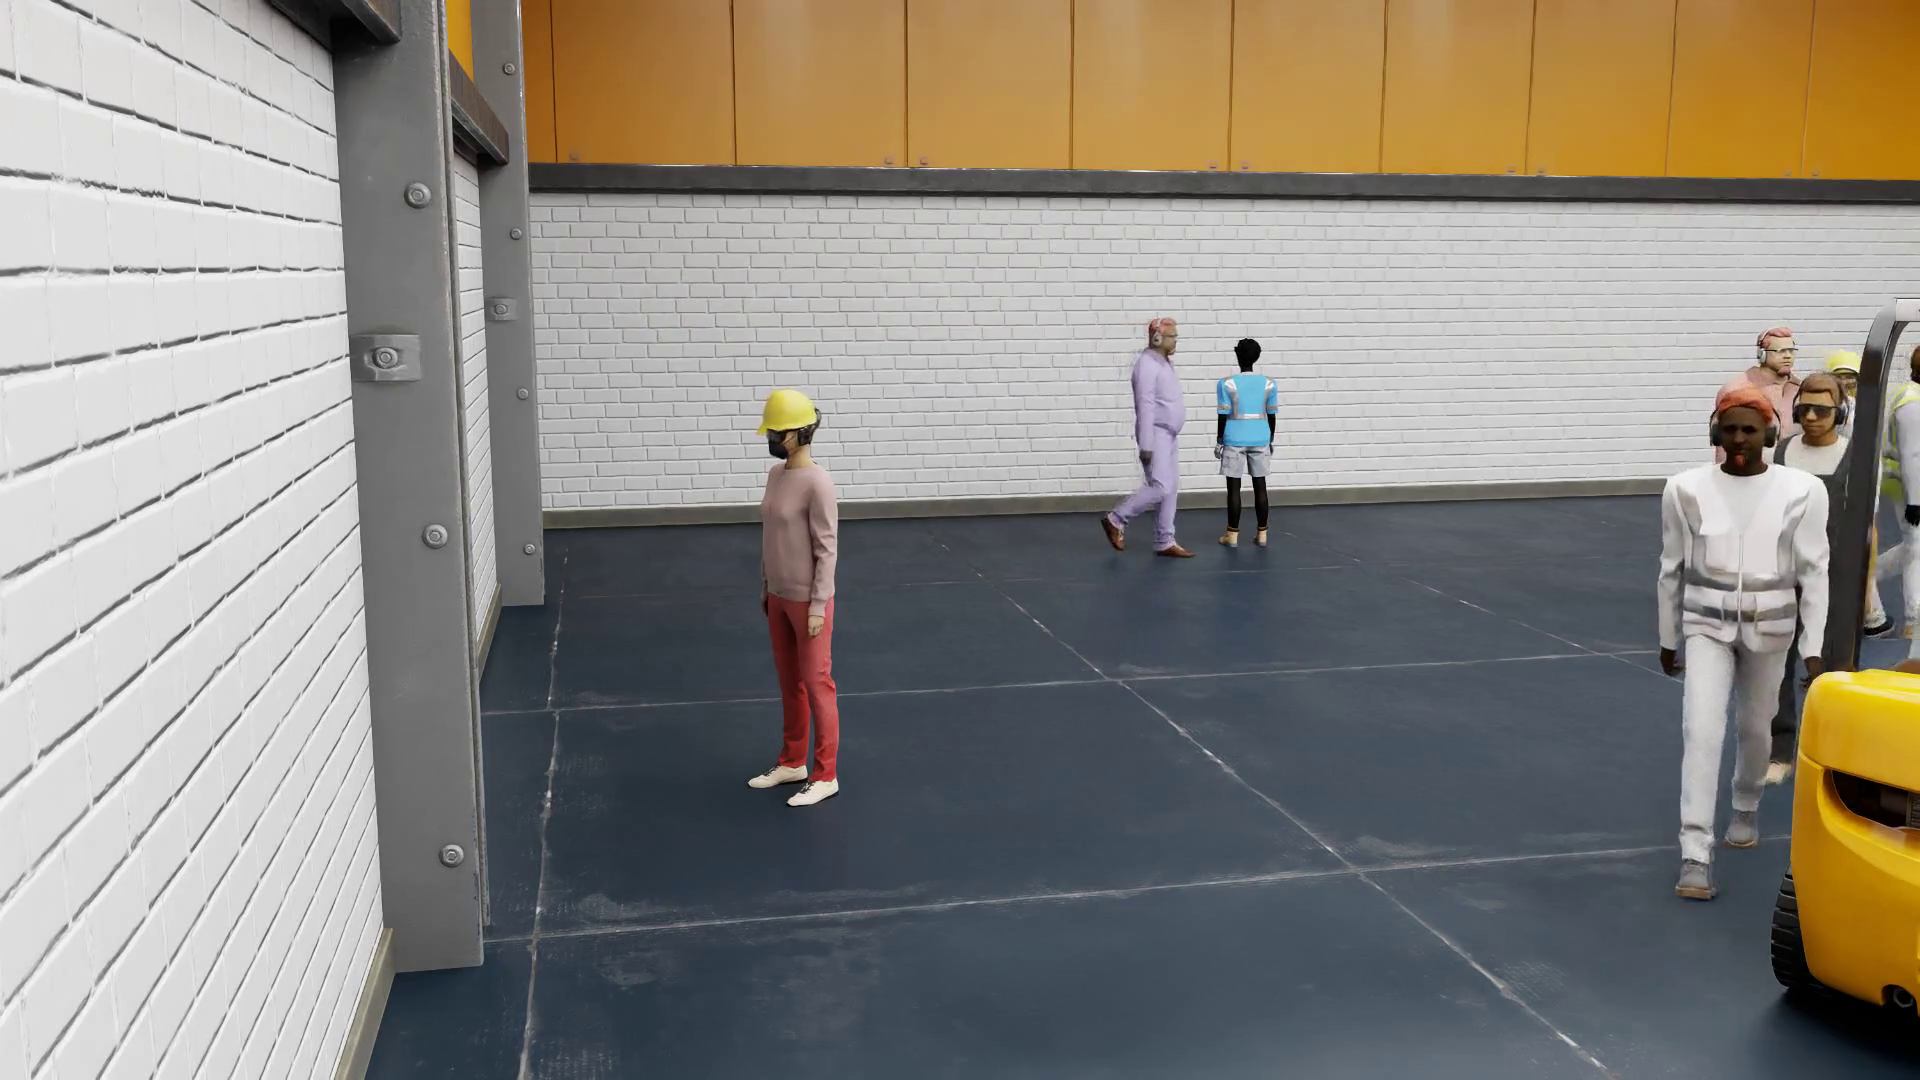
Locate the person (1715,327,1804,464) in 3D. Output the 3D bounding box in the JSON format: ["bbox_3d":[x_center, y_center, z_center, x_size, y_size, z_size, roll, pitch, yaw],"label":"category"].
[{"bbox_3d":[4.911,-0.336,10.133,0.639,1.909,0.406,-2,10,-13],"label":"person"}]

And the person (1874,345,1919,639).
[{"bbox_3d":[5.788,-0.299,10.162,0.638,1.824,0.632,7,12,36],"label":"person"}]

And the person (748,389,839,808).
[{"bbox_3d":[-0.704,0.240,7.057,0.315,1.766,0.523,-6,11,-34],"label":"person"}]

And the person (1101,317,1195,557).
[{"bbox_3d":[1.494,-0.789,12.955,0.626,1.887,0.644,3,10,20],"label":"person"}]

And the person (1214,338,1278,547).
[{"bbox_3d":[2.318,-0.786,13.513,0.540,1.695,0.317,-2,10,-11],"label":"person"}]

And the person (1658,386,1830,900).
[{"bbox_3d":[2.913,0.339,6.226,0.583,1.840,0.973,4,10,24],"label":"person"}]

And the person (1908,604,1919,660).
[{"bbox_3d":[4.984,0.013,8.047,0.935,1.894,0.582,6,11,31],"label":"person"}]

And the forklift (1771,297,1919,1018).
[{"bbox_3d":[3.542,0.334,5.177,2.313,2.155,1.214,-9,13,-43],"label":"forklift"}]

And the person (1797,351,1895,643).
[{"bbox_3d":[5.270,-0.249,10.028,0.894,1.770,0.581,-6,11,-31],"label":"person"}]

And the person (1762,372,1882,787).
[{"bbox_3d":[3.775,0.164,7.348,0.608,1.828,0.507,-9,13,-44],"label":"person"}]
